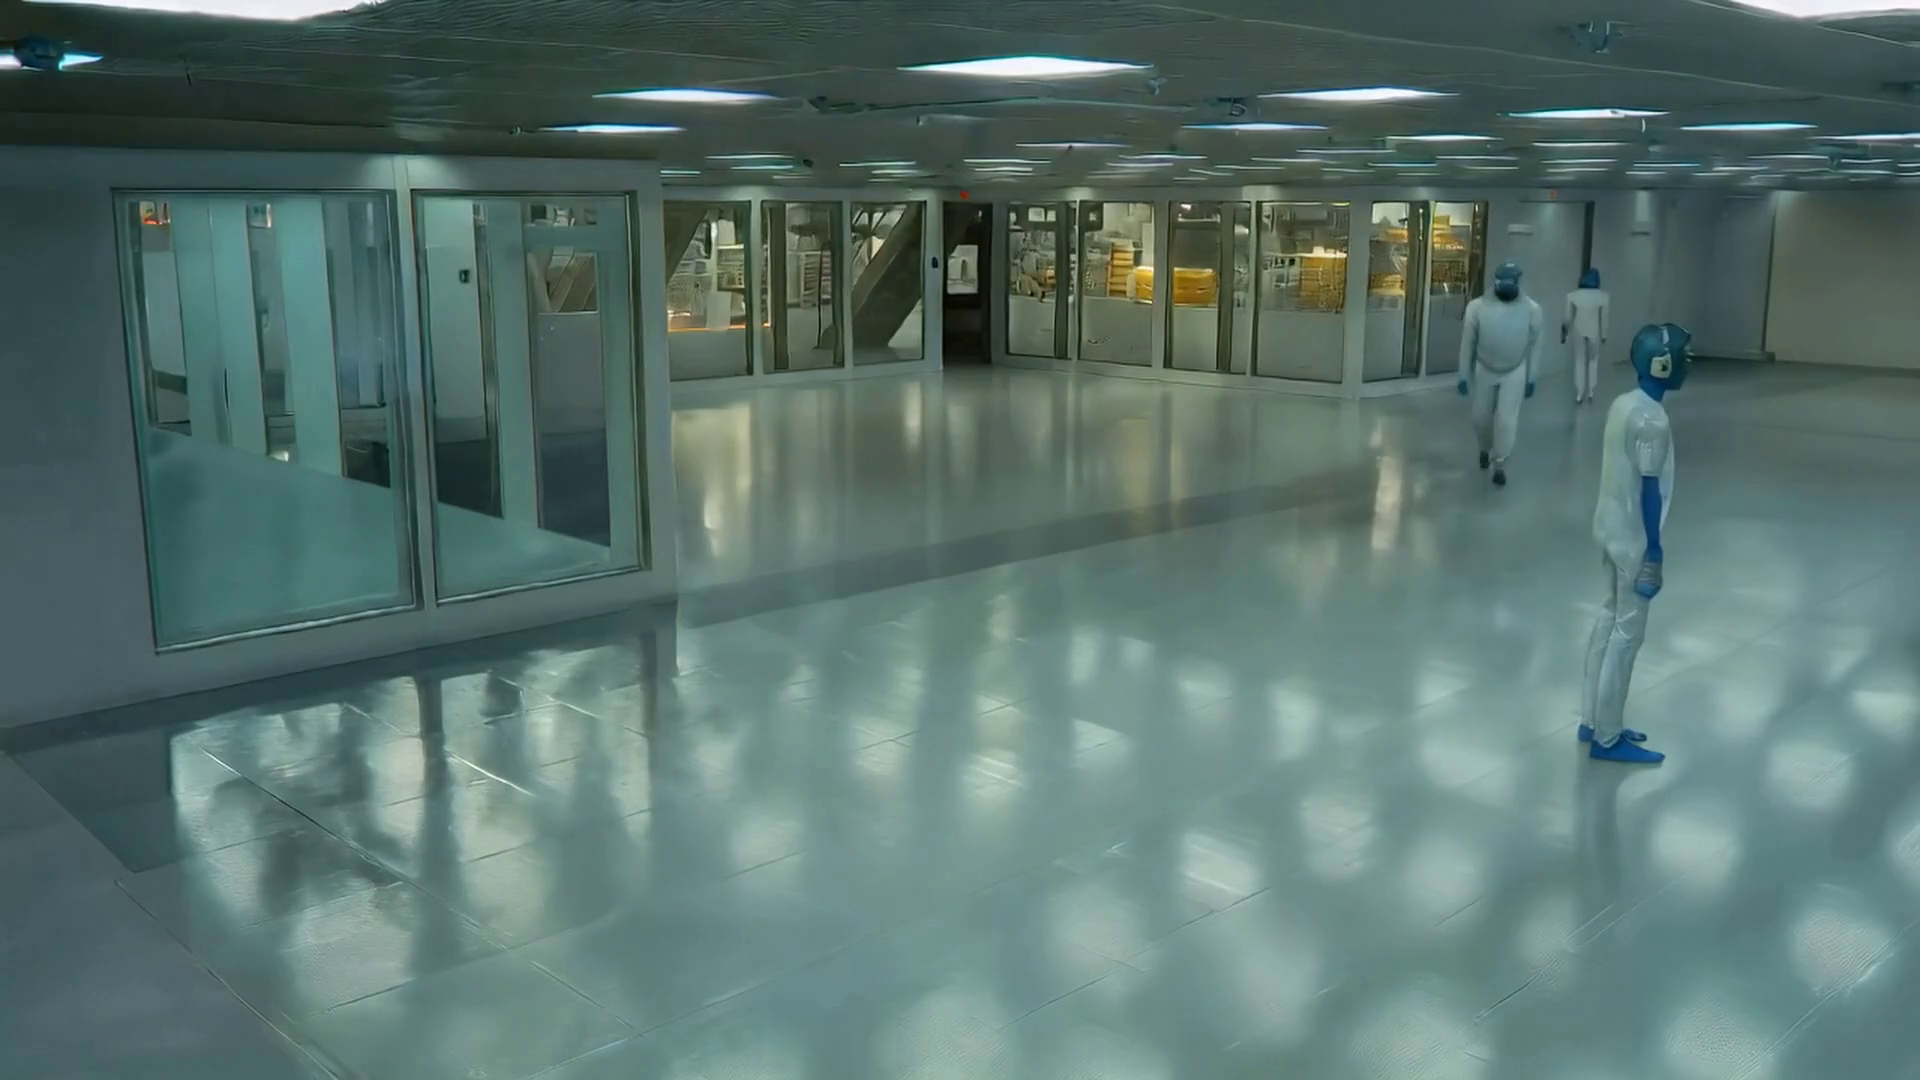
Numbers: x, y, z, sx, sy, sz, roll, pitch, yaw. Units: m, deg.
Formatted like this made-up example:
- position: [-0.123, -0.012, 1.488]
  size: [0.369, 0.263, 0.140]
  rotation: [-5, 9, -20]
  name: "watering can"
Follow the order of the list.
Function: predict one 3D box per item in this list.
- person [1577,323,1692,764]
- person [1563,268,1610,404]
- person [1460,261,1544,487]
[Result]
- position: [2.849, 0.019, 7.014]
  size: [0.328, 1.861, 0.502]
  rotation: [0, 11, 2]
  name: "person"
- position: [7.510, -2.451, 19.994]
  size: [0.504, 1.610, 0.631]
  rotation: [4, 12, 18]
  name: "person"
- position: [4.606, -1.431, 14.176]
  size: [0.654, 1.890, 0.712]
  rotation: [5, 12, 22]
  name: "person"
